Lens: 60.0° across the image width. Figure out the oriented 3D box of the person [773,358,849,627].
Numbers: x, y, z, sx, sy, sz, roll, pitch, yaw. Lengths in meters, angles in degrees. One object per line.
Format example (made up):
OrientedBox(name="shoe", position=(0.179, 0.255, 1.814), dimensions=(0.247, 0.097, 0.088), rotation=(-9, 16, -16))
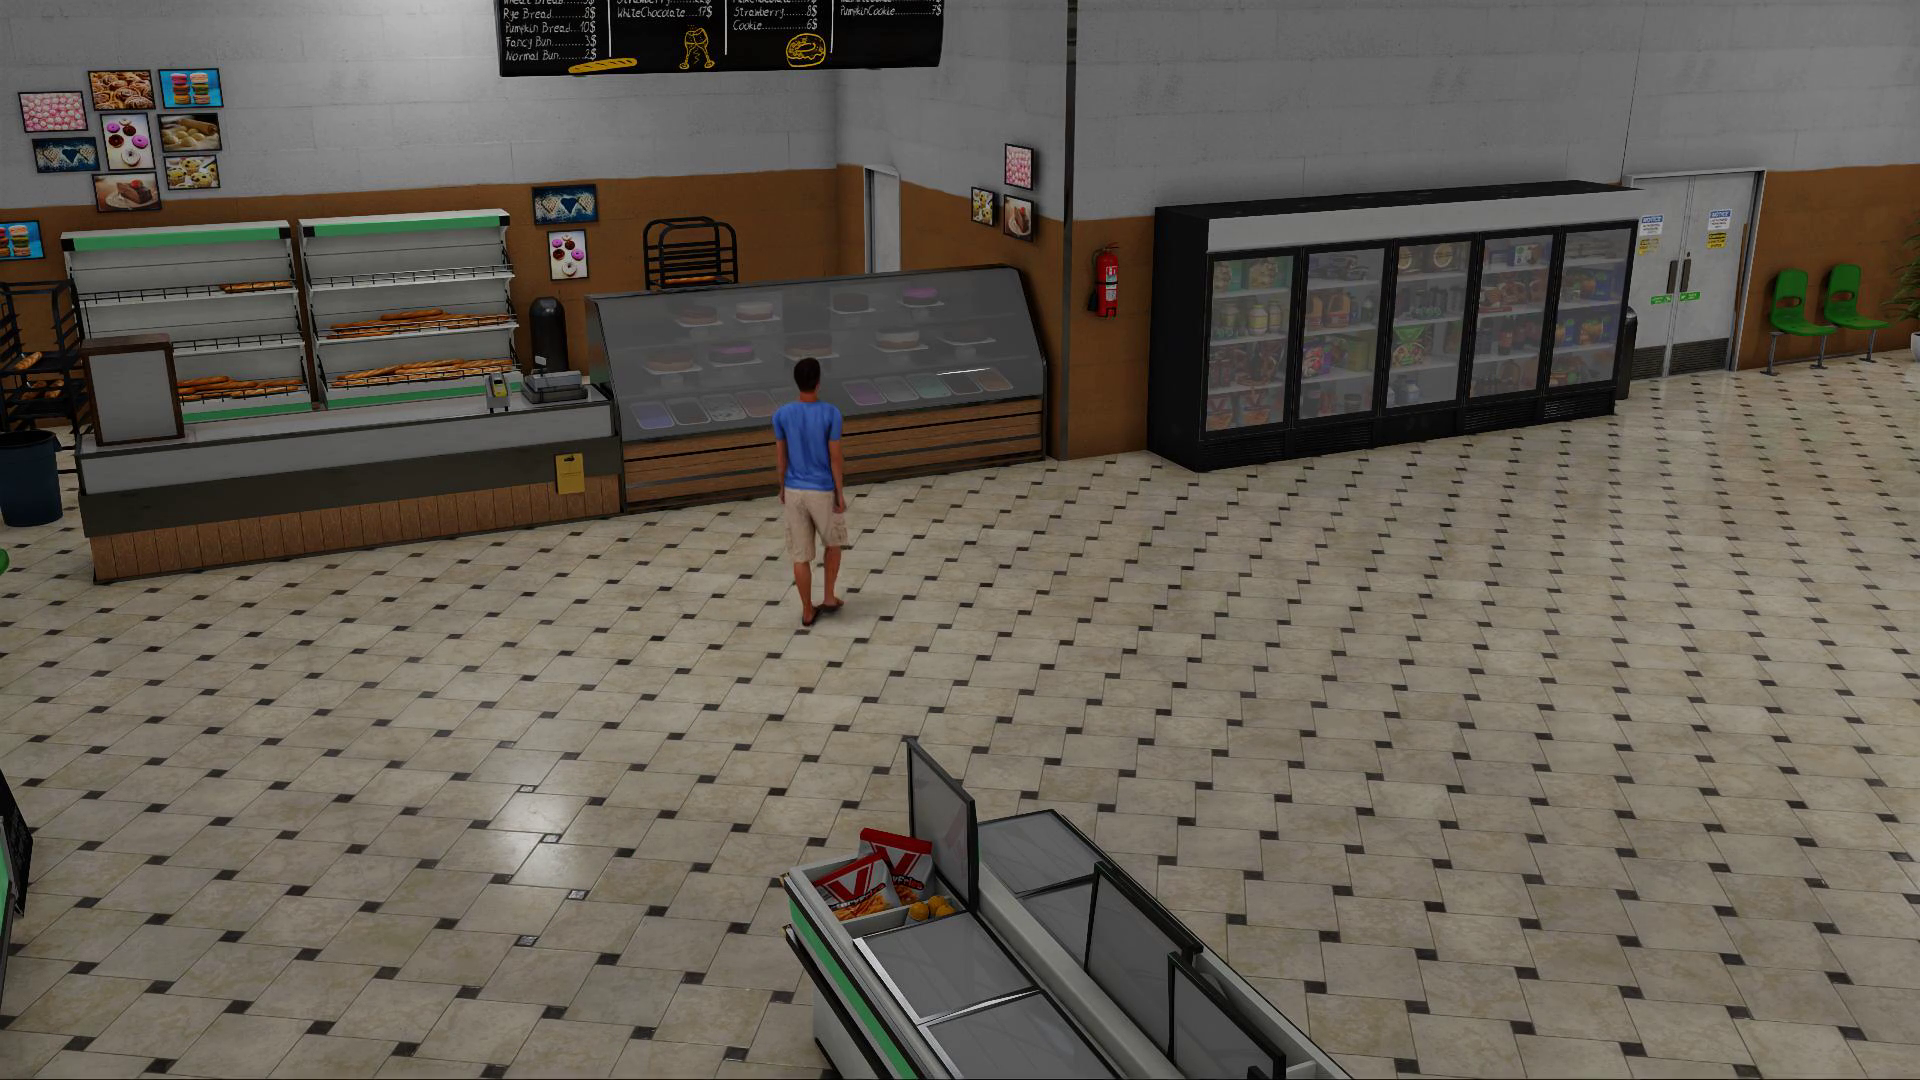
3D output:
OrientedBox(name="person", position=(-1.032, -0.298, 11.362), dimensions=(0.799, 1.852, 0.848), rotation=(2, 19, 5))
